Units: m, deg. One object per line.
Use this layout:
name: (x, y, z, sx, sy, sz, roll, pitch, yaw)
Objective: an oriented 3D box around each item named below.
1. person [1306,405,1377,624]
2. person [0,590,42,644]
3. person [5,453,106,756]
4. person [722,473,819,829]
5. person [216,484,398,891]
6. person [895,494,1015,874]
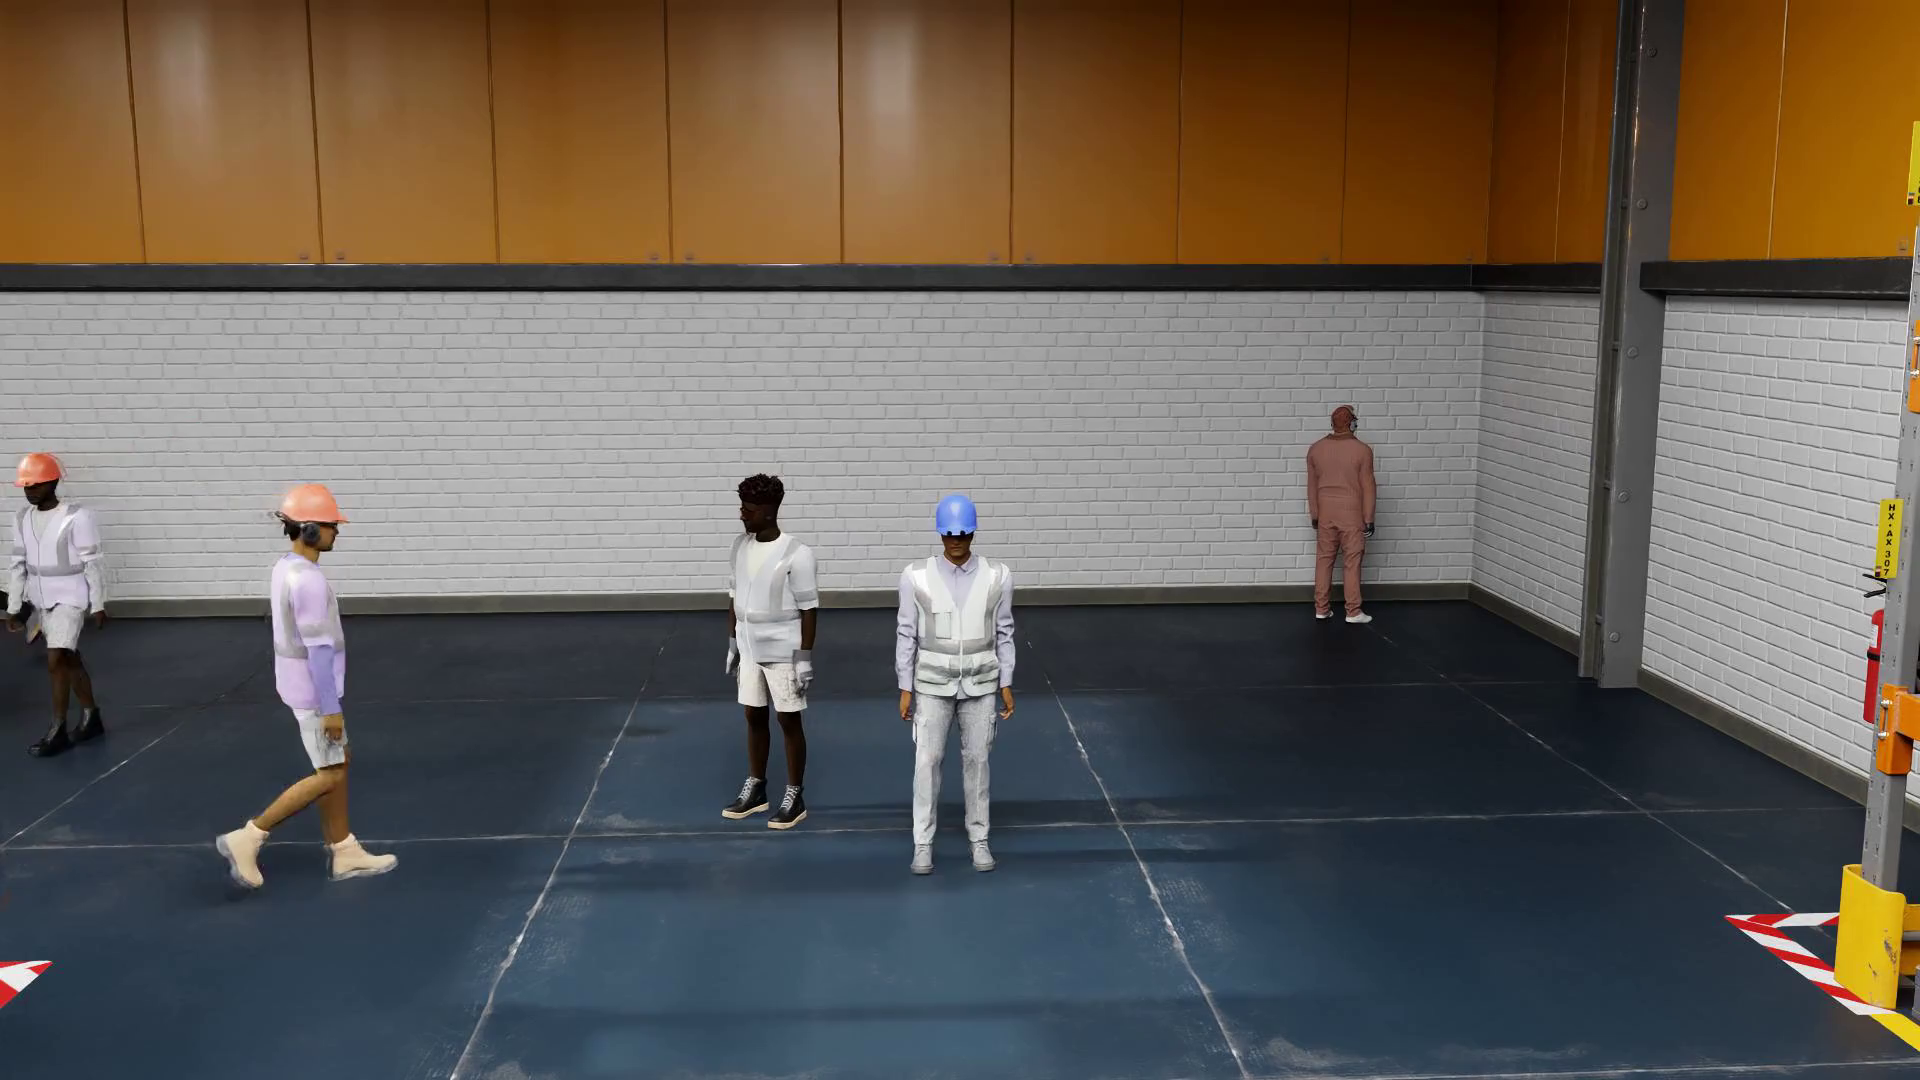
person: (3.346, -0.223, 14.523, 0.640, 1.913, 0.410, 8, 12, 40)
person: (-7.740, -0.007, 13.098, 0.821, 1.949, 0.627, -7, 11, -36)
person: (-5.818, 0.407, 10.569, 0.557, 1.902, 0.799, 2, 9, 15)
person: (-1.050, 0.604, 9.168, 0.608, 1.962, 0.374, 7, 11, 36)
person: (-3.227, 0.735, 8.143, 0.775, 2.025, 0.628, -5, 10, -29)
person: (-0.018, 0.729, 8.427, 0.612, 1.946, 0.405, -1, 9, -7)
